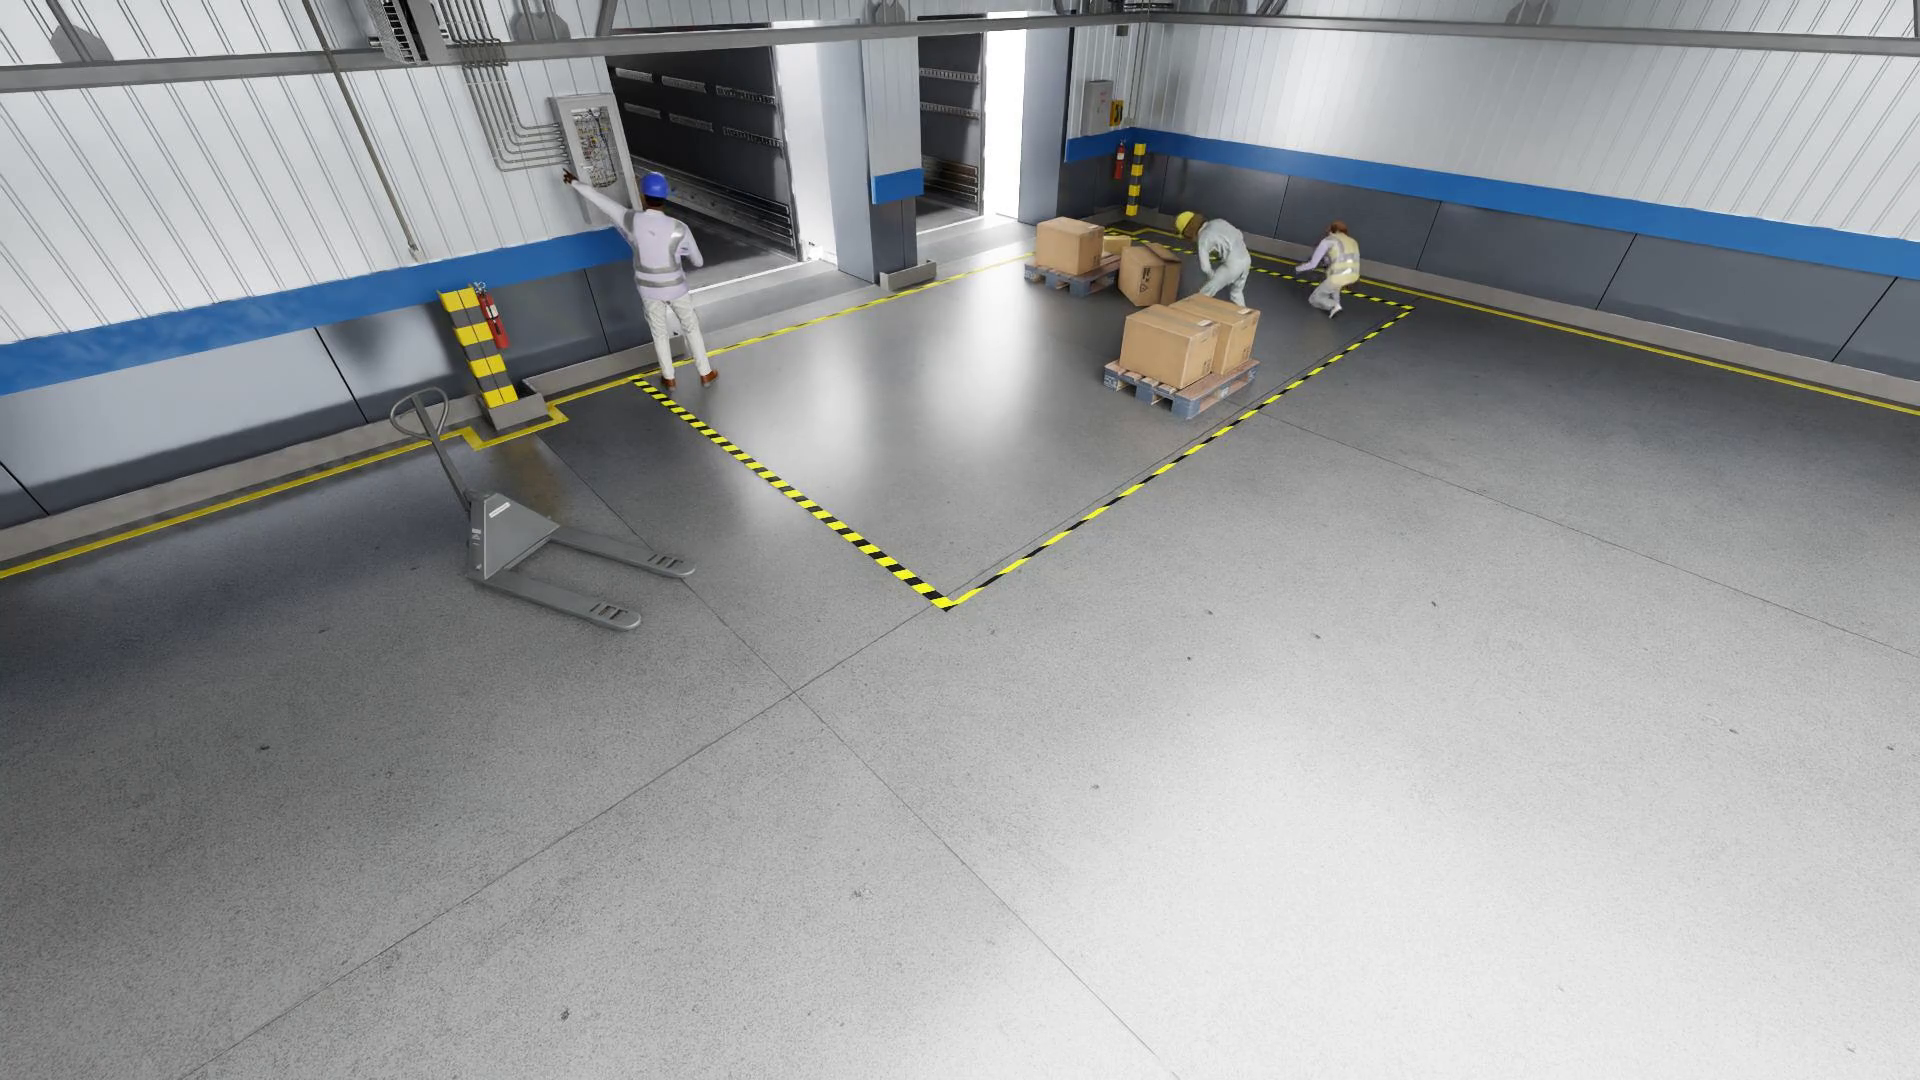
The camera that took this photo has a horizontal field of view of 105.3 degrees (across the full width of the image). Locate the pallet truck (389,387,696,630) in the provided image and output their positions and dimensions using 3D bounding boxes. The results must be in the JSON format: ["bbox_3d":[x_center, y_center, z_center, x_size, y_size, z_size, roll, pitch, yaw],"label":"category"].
[{"bbox_3d":[-2.613,-0.247,4.593,1.601,1.201,0.680,14,40,17],"label":"pallet truck"}]

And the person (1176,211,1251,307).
[{"bbox_3d":[2.688,-2.805,7.869,0.741,1.294,0.840,-26,45,-30],"label":"person"}]

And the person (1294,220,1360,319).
[{"bbox_3d":[4.437,-3.203,8.696,0.629,0.970,0.957,-7,38,-9],"label":"person"}]

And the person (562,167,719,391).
[{"bbox_3d":[-2.880,-2.368,6.795,1.050,1.906,0.693,-9,39,-11],"label":"person"}]
